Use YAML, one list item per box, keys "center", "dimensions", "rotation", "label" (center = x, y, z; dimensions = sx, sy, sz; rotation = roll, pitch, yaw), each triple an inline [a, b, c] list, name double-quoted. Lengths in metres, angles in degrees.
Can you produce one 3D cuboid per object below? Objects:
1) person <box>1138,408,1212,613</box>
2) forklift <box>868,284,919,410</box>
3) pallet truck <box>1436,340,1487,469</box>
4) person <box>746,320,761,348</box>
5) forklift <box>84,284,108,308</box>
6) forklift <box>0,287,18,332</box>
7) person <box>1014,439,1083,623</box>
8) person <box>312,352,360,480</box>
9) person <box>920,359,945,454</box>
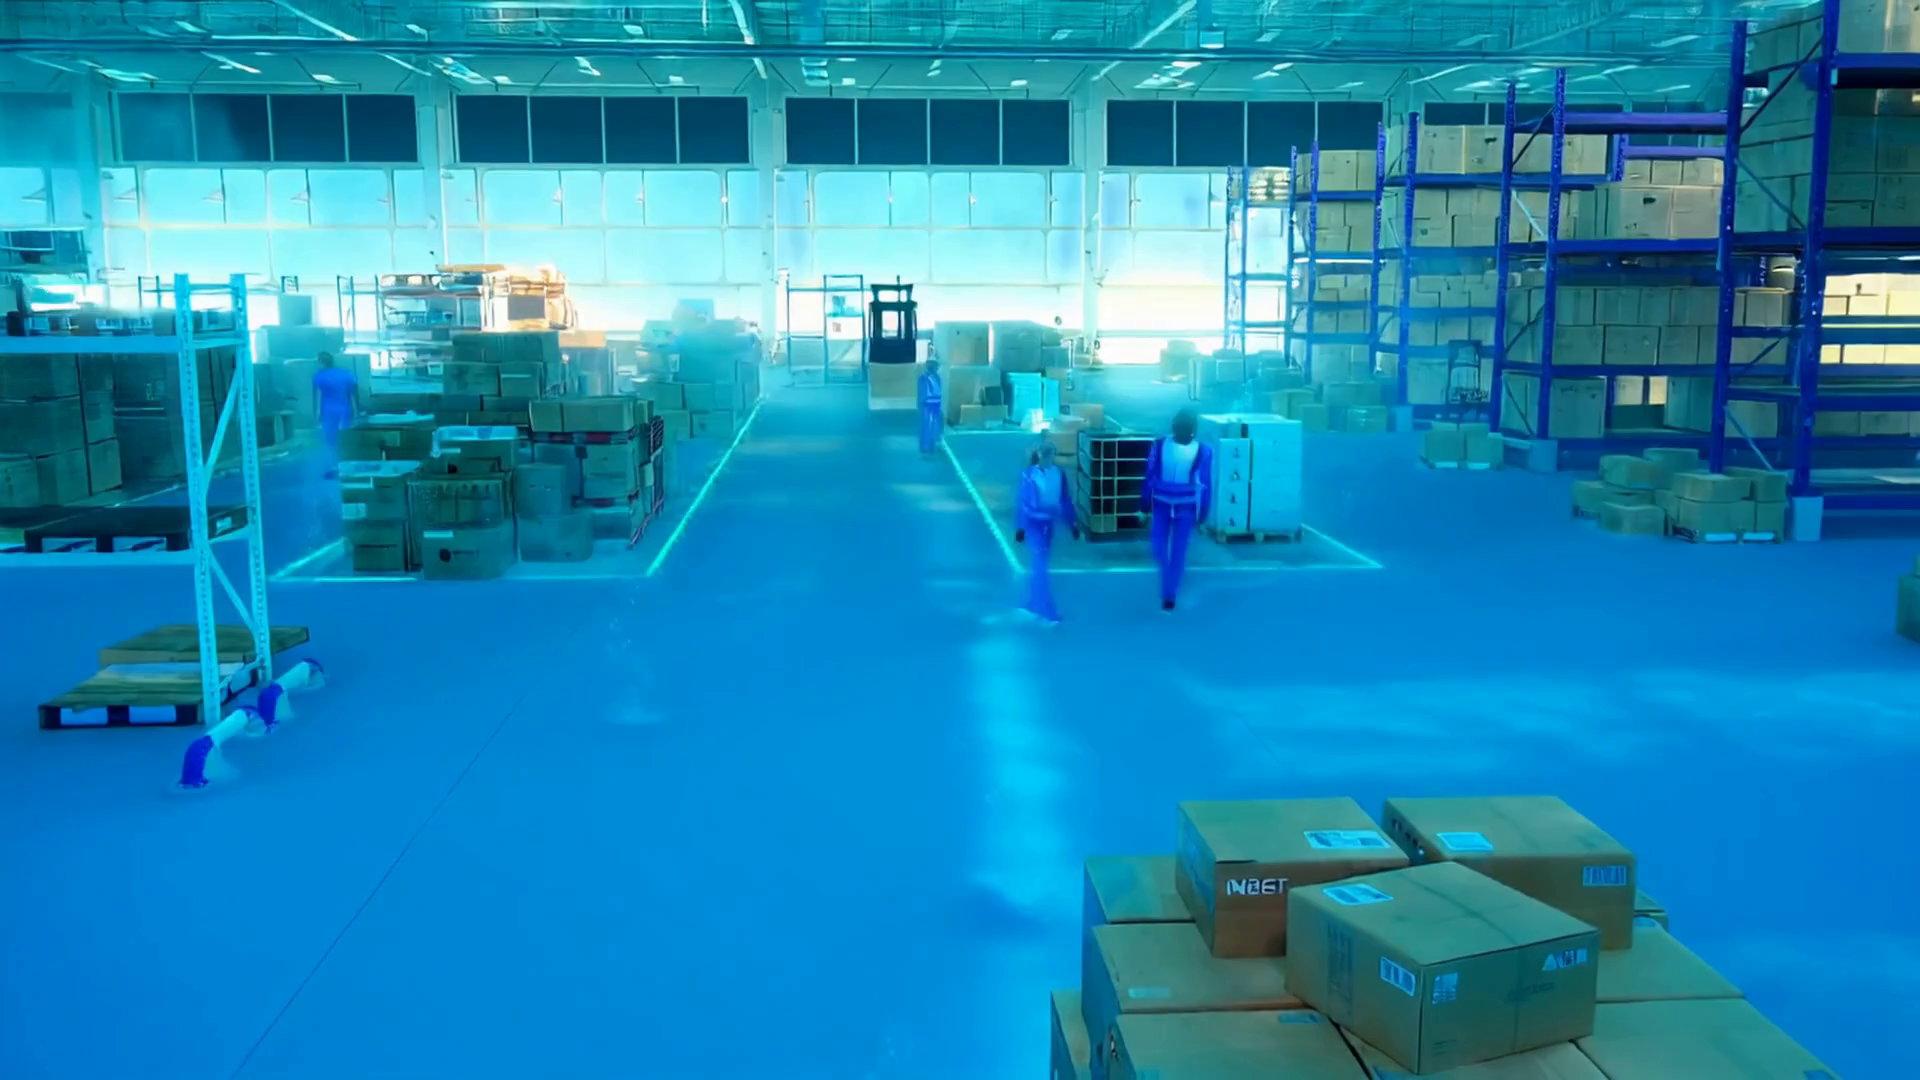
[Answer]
- center: [1.943, -0.283, 15.007]
  dimensions: [0.656, 1.856, 0.563]
  rotation: [3, 9, 17]
  label: "person"
- center: [-1.516, -4.371, 37.476]
  dimensions: [1.129, 2.768, 1.873]
  rotation: [-1, 9, -4]
  label: "forklift"
- center: [8.004, -2.170, 26.422]
  dimensions: [0.823, 1.965, 1.885]
  rotation: [2, 9, 14]
  label: "pallet truck"
- center: [-5.154, -4.515, 41.364]
  dimensions: [0.458, 1.921, 0.554]
  rotation: [2, 9, 11]
  label: "person"
- center: [-19.015, -4.250, 36.714]
  dimensions: [1.873, 2.768, 1.129]
  rotation: [-5, 10, -30]
  label: "forklift"
- center: [-16.258, -2.887, 28.158]
  dimensions: [1.873, 2.768, 1.129]
  rotation: [-1, 9, -4]
  label: "forklift"
- center: [0.771, -0.083, 14.518]
  dimensions: [0.543, 1.594, 0.817]
  rotation: [-7, 11, -36]
  label: "person"
- center: [-9.196, -1.827, 24.593]
  dimensions: [0.699, 1.900, 0.443]
  rotation: [-8, 12, -40]
  label: "person"
- center: [-0.494, -2.244, 28.094]
  dimensions: [0.522, 1.610, 0.432]
  rotation: [-9, 13, -44]
  label: "person"
